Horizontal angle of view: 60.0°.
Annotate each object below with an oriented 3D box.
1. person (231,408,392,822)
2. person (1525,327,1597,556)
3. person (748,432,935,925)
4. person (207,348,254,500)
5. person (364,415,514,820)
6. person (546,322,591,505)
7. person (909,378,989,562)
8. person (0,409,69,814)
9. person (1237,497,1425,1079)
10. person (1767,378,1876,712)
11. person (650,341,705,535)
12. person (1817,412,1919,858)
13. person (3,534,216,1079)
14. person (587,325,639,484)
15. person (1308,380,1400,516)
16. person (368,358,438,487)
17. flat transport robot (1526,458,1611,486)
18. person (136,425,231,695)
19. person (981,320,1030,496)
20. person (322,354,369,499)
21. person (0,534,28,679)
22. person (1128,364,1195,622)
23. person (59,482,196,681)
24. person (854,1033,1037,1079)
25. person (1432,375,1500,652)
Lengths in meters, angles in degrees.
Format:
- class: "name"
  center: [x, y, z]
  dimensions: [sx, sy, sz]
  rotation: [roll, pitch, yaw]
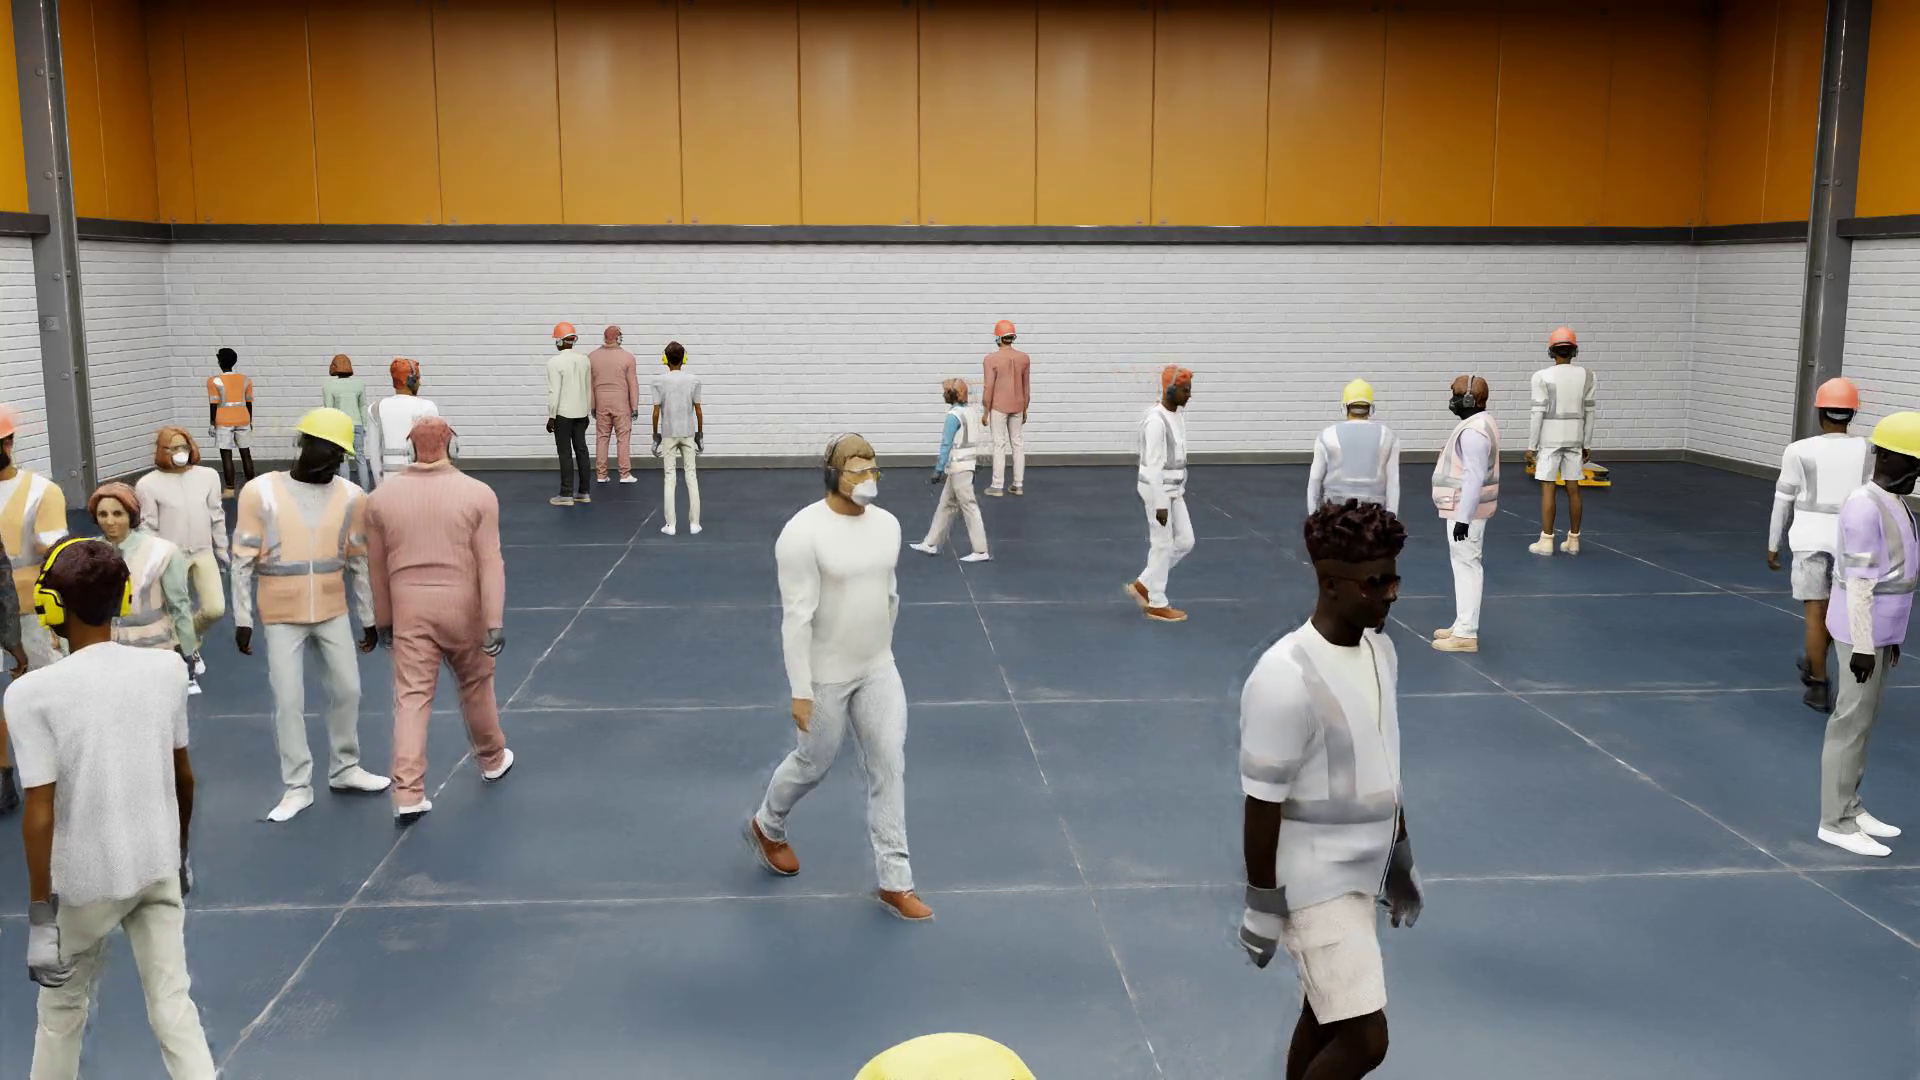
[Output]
- class: "person"
  center: [-3.025, 0.338, 7.735]
  dimensions: [0.693, 1.886, 0.372]
  rotation: [-7, 11, -36]
- class: "person"
  center: [5.352, -0.879, 14.877]
  dimensions: [0.611, 2.038, 0.392]
  rotation: [-1, 9, -8]
- class: "person"
  center: [-0.500, 0.510, 6.622]
  dimensions: [0.635, 1.911, 0.967]
  rotation: [-8, 12, -42]
- class: "person"
  center: [-8.123, -1.291, 18.540]
  dimensions: [0.316, 1.695, 0.540]
  rotation: [7, 11, 36]
- class: "person"
  center: [-2.464, 0.341, 7.861]
  dimensions: [0.663, 1.847, 1.000]
  rotation: [0, 9, -1]
- class: "person"
  center: [-4.272, -1.377, 18.144]
  dimensions: [0.382, 1.993, 0.622]
  rotation: [5, 11, 30]
- class: "person"
  center: [-0.108, -0.603, 14.519]
  dimensions: [0.822, 1.603, 0.520]
  rotation: [2, 9, 11]
- class: "person"
  center: [-4.406, 0.325, 7.701]
  dimensions: [0.586, 1.910, 0.703]
  rotation: [-2, 9, -12]
- class: "person"
  center: [0.992, 0.856, 4.270]
  dimensions: [0.475, 1.951, 0.620]
  rotation: [6, 11, 34]
- class: "person"
  center: [5.052, 0.001, 9.790]
  dimensions: [0.569, 1.896, 0.930]
  rotation: [2, 9, 11]
- class: "person"
  center: [-2.725, -0.984, 16.069]
  dimensions: [0.508, 1.873, 0.329]
  rotation: [-3, 9, -16]
- class: "person"
  center: [3.995, 0.398, 7.250]
  dimensions: [0.382, 1.917, 0.585]
  rotation: [7, 11, 37]
- class: "person"
  center: [-2.313, 0.892, 4.430]
  dimensions: [0.942, 1.827, 0.551]
  rotation: [6, 11, 34]
- class: "person"
  center: [-4.148, -1.621, 19.991]
  dimensions: [0.643, 1.903, 0.402]
  rotation: [2, 9, 11]
- class: "person"
  center: [2.740, -0.225, 11.620]
  dimensions: [0.604, 1.781, 0.984]
  rotation: [1, 9, 6]
- class: "person"
  center: [-4.139, -0.425, 12.514]
  dimensions: [0.573, 1.885, 0.356]
  rotation: [2, 9, 11]
- class: "flat transport robot"
  center: [7.337, -0.829, 20.103]
  dimensions: [0.652, 0.197, 1.431]
  rotation: [1, 9, 6]
- class: "person"
  center: [-4.670, 0.109, 9.993]
  dimensions: [0.420, 1.616, 0.516]
  rotation: [8, 12, 42]
- class: "person"
  center: [0.515, -1.493, 18.869]
  dimensions: [0.612, 1.997, 0.375]
  rotation: [-5, 10, -30]
- class: "person"
  center: [-6.775, -1.229, 18.347]
  dimensions: [0.286, 1.633, 0.500]
  rotation: [9, 13, 44]
- class: "person"
  center: [-4.333, 0.459, 7.051]
  dimensions: [0.611, 1.853, 1.035]
  rotation: [-8, 12, -40]
- class: "person"
  center: [1.471, -0.325, 11.927]
  dimensions: [0.417, 1.869, 0.626]
  rotation: [4, 10, 25]
- class: "person"
  center: [-3.706, 0.533, 7.430]
  dimensions: [0.519, 1.599, 0.854]
  rotation: [-1, 9, -8]
- class: "person"
  center: [-0.001, 1.347, 1.768]
  dimensions: [0.527, 1.765, 0.329]
  rotation: [5, 10, 29]
- class: "person"
  center: [3.367, -0.180, 11.111]
  dimensions: [0.429, 1.842, 0.633]
  rotation: [3, 10, 19]
